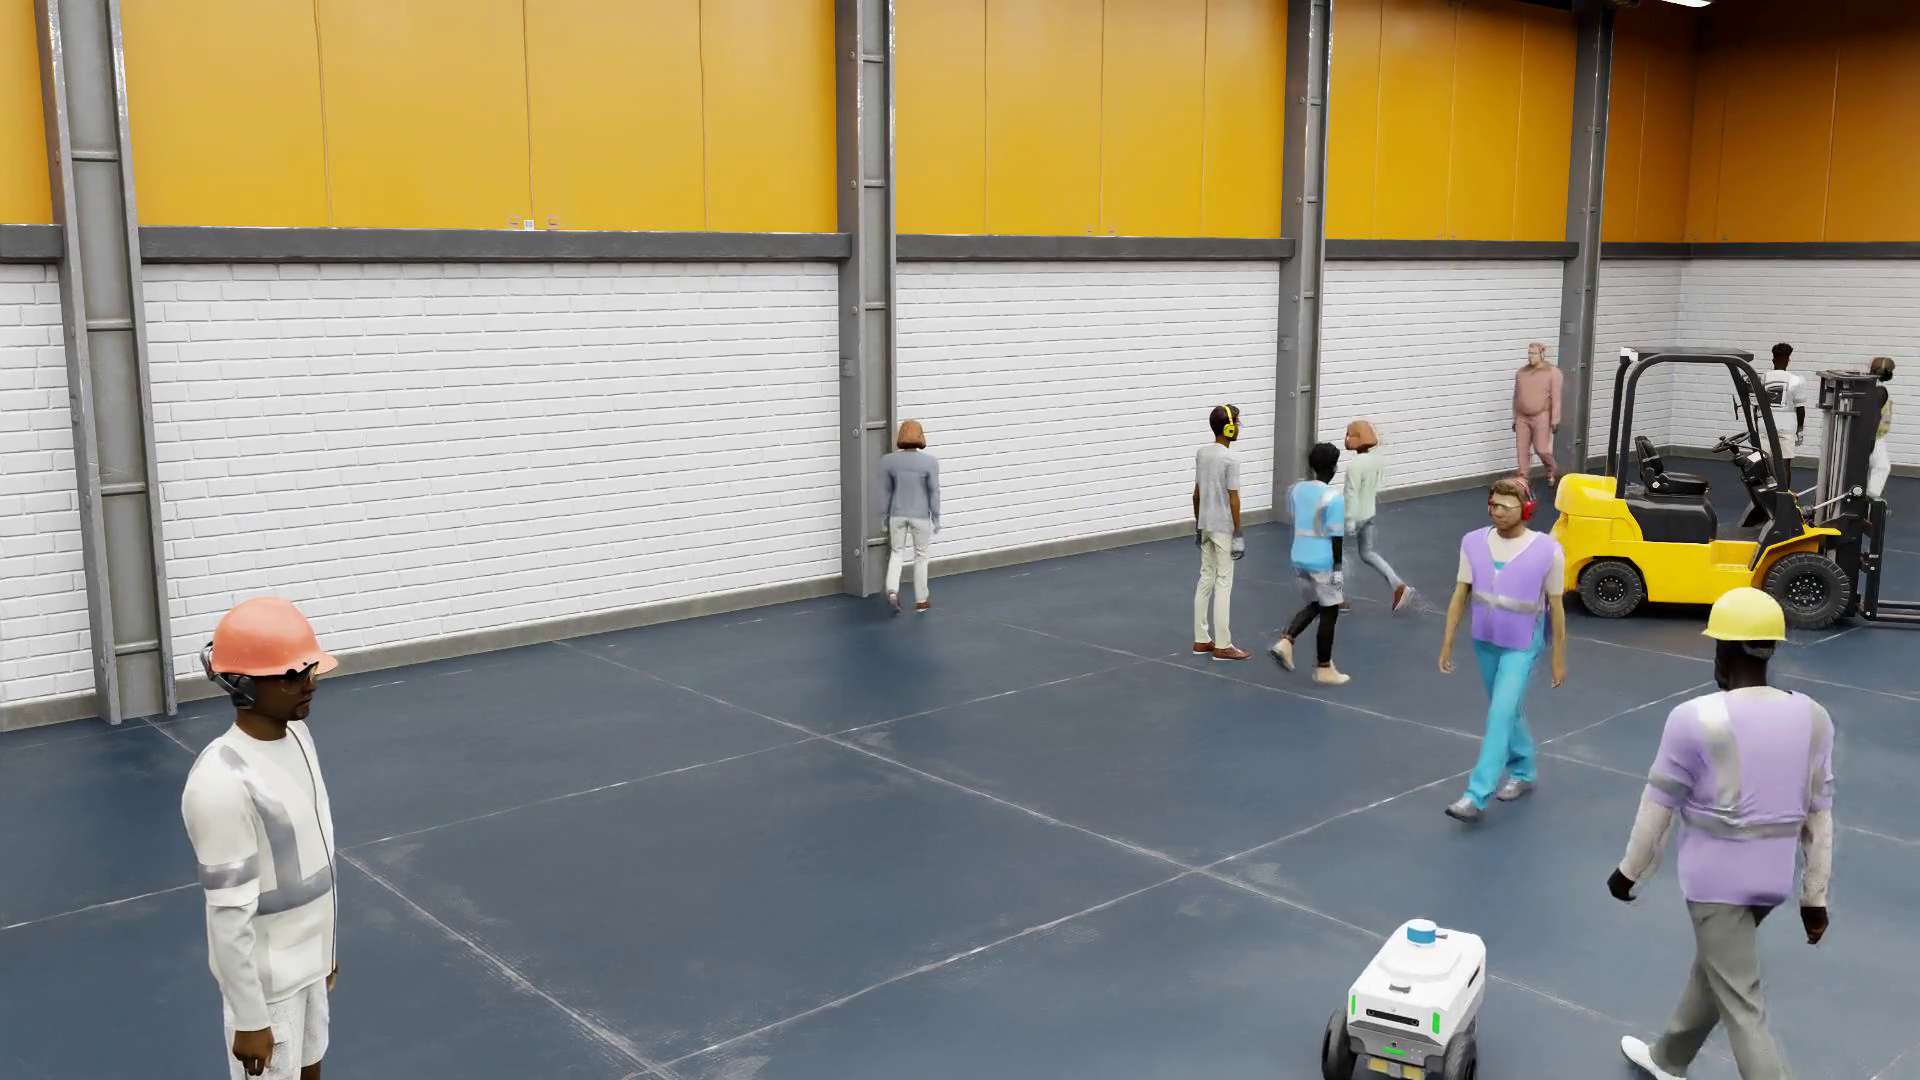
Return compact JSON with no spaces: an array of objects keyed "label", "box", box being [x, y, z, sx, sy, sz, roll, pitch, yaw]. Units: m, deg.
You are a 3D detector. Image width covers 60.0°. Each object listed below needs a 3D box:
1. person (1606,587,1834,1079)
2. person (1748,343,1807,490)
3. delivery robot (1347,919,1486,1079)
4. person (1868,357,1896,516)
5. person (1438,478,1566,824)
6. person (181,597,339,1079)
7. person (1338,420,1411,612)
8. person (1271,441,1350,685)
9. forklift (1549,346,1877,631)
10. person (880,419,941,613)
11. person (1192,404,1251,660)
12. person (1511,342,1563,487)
[{"label":"person","box":[2.534,1.087,5.473,0.591,1.873,0.979,-3,10,-19]},{"label":"person","box":[9.348,-1.277,19.052,0.603,1.959,0.377,6,12,33]},{"label":"delivery robot","box":[1.651,1.610,5.985,0.477,0.478,0.707,5,11,29]},{"label":"person","box":[10.339,-1.169,18.846,0.716,1.805,0.753,2,10,9]},{"label":"person","box":[2.828,0.564,8.745,0.961,1.789,0.588,-8,13,-40]},{"label":"person","box":[-1.843,1.157,4.557,0.371,2.042,0.614,-1,10,-4]},{"label":"person","box":[3.346,-0.185,13.685,0.711,1.609,0.505,8,12,37]},{"label":"person","box":[2.435,0.163,11.433,0.430,1.679,0.559,-4,11,-23]},{"label":"forklift","box":[6.109,-0.478,13.691,2.313,2.155,1.214,3,10,16]},{"label":"person","box":[-0.409,-0.182,13.644,0.507,1.622,0.591,2,10,14]},{"label":"person","box":[1.905,-0.055,12.191,0.335,1.862,0.521,-5,11,-26]},{"label":"person","box":[7.182,-1.526,20.722,0.648,1.884,0.656,-9,13,-41]}]
